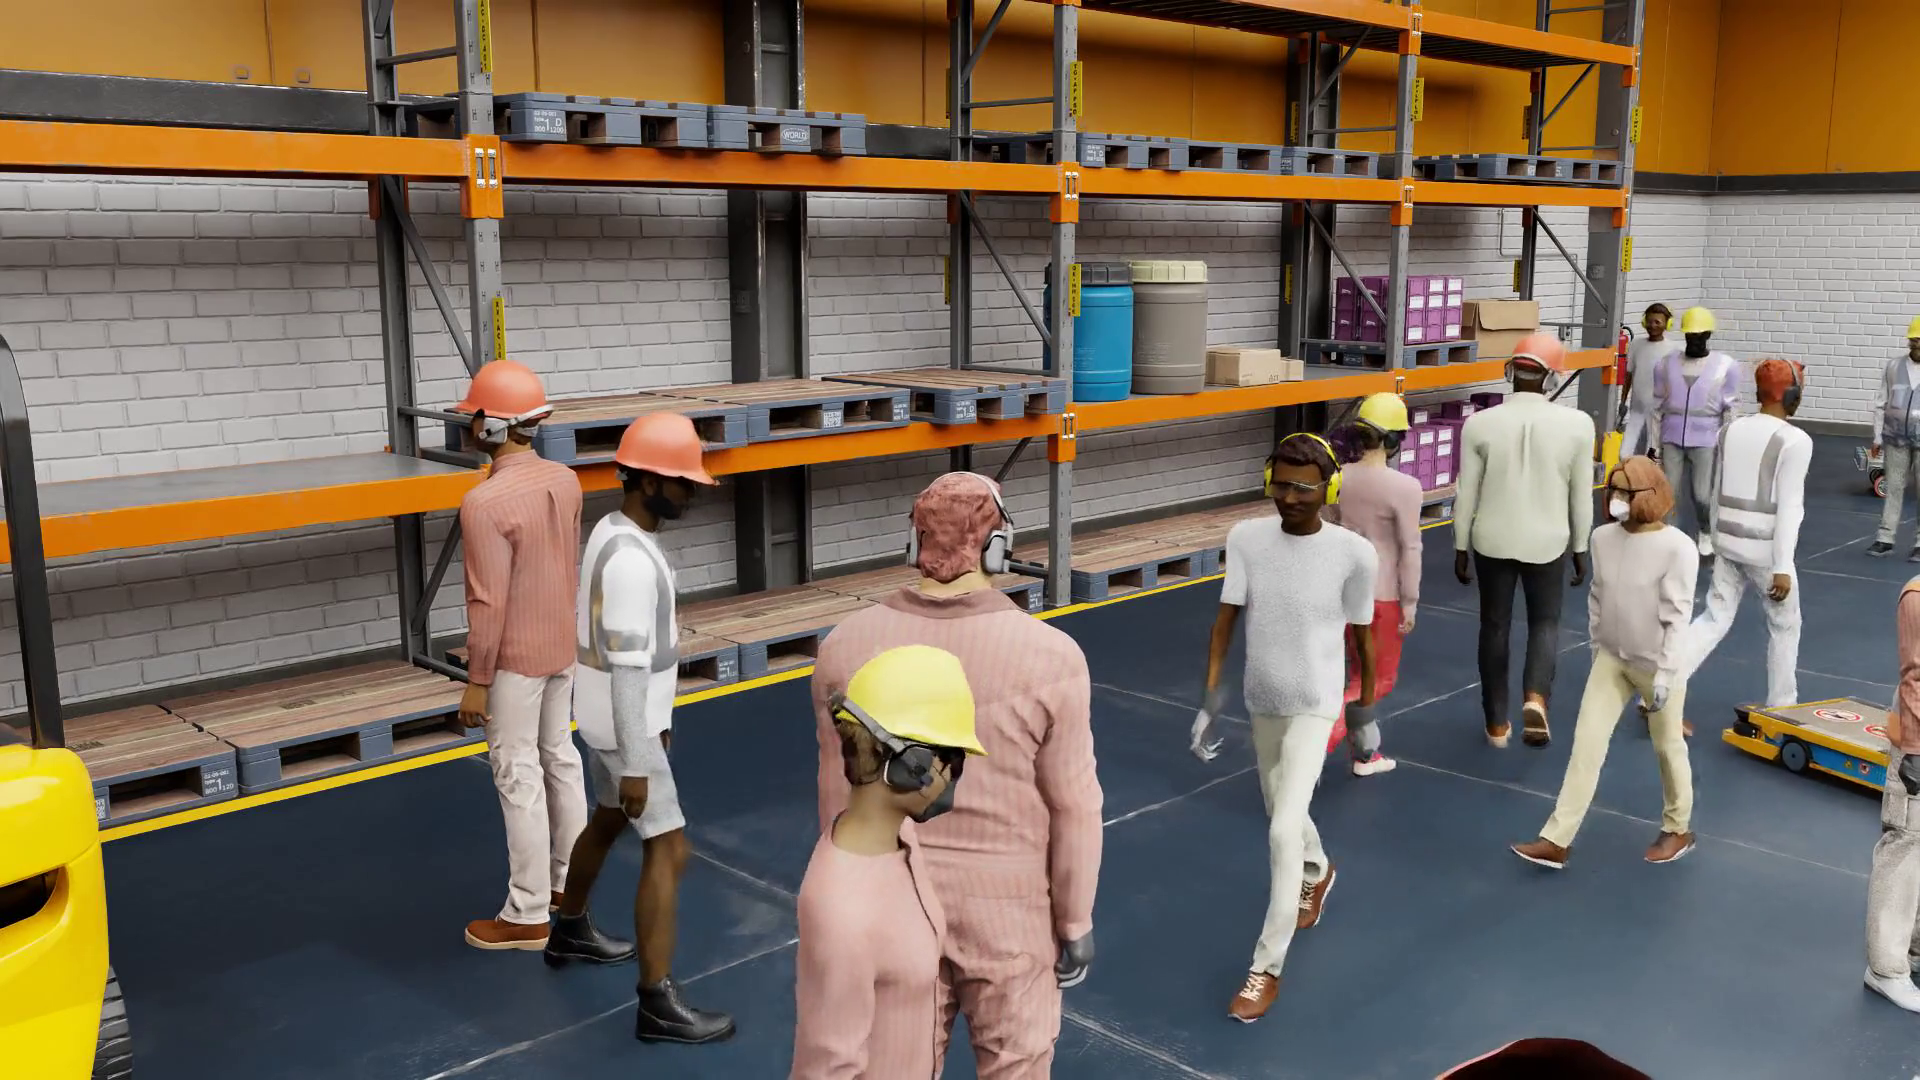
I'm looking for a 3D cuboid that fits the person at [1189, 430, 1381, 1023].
[{"bbox_3d":[1.109,0.528,5.406,0.503,1.819,0.987,8,13,36],"label":"person"}]

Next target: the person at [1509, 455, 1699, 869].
[{"bbox_3d":[2.506,0.479,6.249,0.843,1.586,0.518,-6,12,-29],"label":"person"}]

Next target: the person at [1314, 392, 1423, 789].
[{"bbox_3d":[1.708,0.236,7.187,0.671,1.746,0.520,-7,13,-35],"label":"person"}]

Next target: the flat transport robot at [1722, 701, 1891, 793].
[{"bbox_3d":[4.152,0.954,7.274,0.652,0.197,1.431,-4,11,-22],"label":"flat transport robot"}]

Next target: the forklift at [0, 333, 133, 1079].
[{"bbox_3d":[-3.289,0.485,4.582,1.214,2.155,2.313,-10,14,-44],"label":"forklift"}]

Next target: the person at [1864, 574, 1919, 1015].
[{"bbox_3d":[3.080,0.647,5.217,0.511,1.639,0.308,-7,13,-35],"label":"person"}]

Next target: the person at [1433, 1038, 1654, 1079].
[{"bbox_3d":[0.346,1.247,1.118,0.545,1.942,0.349,0,10,0],"label":"person"}]

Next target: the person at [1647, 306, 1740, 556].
[{"bbox_3d":[5.317,-0.739,12.055,0.590,1.911,0.605,8,13,37],"label":"person"}]

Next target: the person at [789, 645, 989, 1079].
[{"bbox_3d":[-0.227,1.029,2.855,0.588,1.733,0.557,1,10,5],"label":"person"}]

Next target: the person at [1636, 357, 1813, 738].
[{"bbox_3d":[3.712,0.049,7.951,0.941,1.845,0.590,-3,11,-17],"label":"person"}]

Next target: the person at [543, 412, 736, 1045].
[{"bbox_3d":[-1.011,0.553,5.101,0.553,1.884,0.770,-3,11,-16],"label":"person"}]

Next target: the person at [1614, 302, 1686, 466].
[{"bbox_3d":[5.785,-1.066,13.971,0.459,1.855,0.561,-10,14,-43],"label":"person"}]

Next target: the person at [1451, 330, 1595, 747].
[{"bbox_3d":[2.595,0.024,7.694,0.633,1.972,0.591,3,11,18],"label":"person"}]

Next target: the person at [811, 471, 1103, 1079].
[{"bbox_3d":[0.010,0.793,3.702,0.638,1.902,0.407,3,11,17],"label":"person"}]

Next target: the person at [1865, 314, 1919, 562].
[{"bbox_3d":[7.073,-0.754,12.326,0.404,1.830,0.600,-9,14,-41],"label":"person"}]

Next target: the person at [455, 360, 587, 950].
[{"bbox_3d":[-1.488,0.389,5.639,0.375,1.997,0.611,3,11,16],"label":"person"}]
